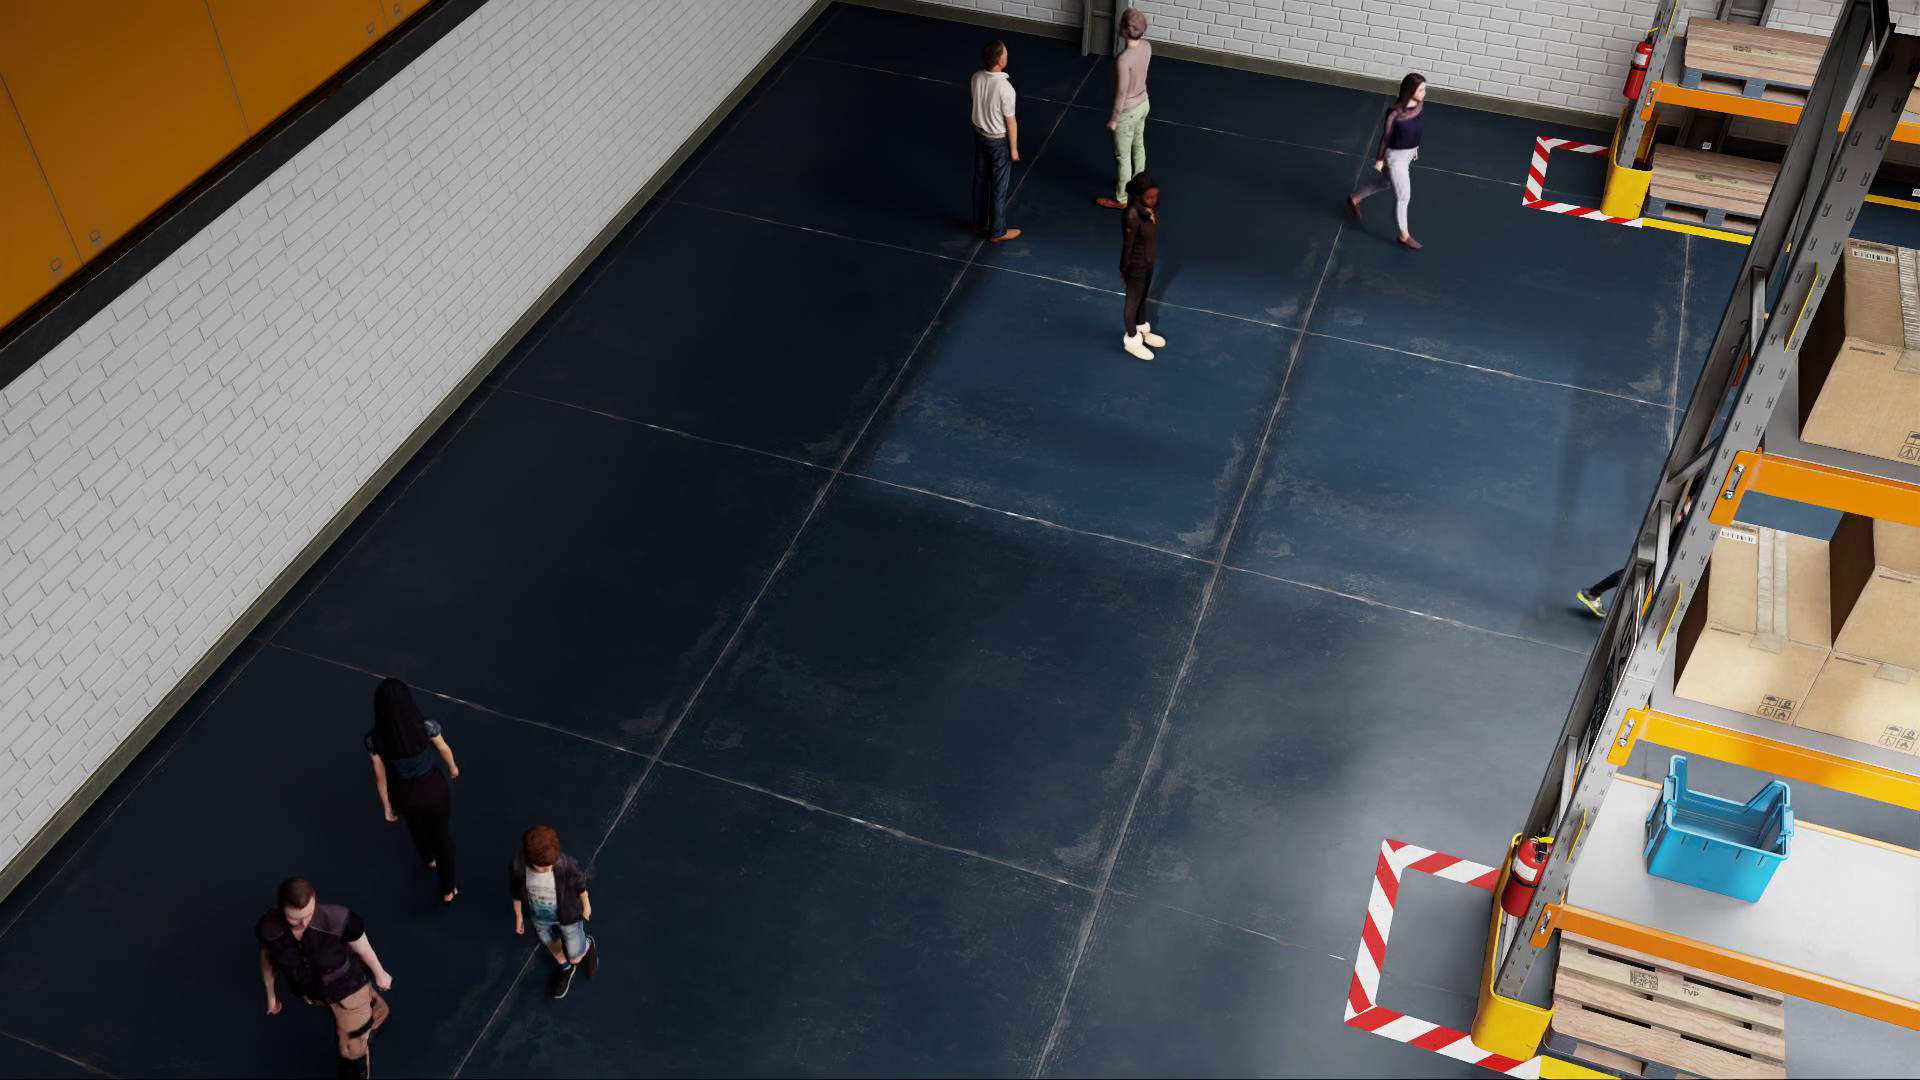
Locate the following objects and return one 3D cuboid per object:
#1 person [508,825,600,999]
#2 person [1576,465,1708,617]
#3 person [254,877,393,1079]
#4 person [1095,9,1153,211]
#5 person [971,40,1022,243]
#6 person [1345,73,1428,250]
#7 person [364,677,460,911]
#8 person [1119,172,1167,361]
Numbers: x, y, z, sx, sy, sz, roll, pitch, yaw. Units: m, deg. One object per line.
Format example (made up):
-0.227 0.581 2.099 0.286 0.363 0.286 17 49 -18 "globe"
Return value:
-2.198 1.966 9.105 0.569 1.441 0.667 7 44 7 "person"
4.599 0.055 11.053 1.024 1.519 0.613 18 46 18 "person"
-3.201 2.193 8.616 1.156 1.786 0.986 5 44 5 "person"
1.516 -3.851 14.894 0.693 1.876 0.737 26 49 24 "person"
0.273 -3.485 14.524 0.811 1.856 0.692 -30 51 -28 "person"
3.790 -3.364 14.603 0.922 1.573 1.176 -34 53 -31 "person"
-3.040 1.506 9.387 0.734 1.717 0.791 -10 44 -10 "person"
1.419 -2.228 13.345 0.659 1.664 0.589 17 46 17 "person"
